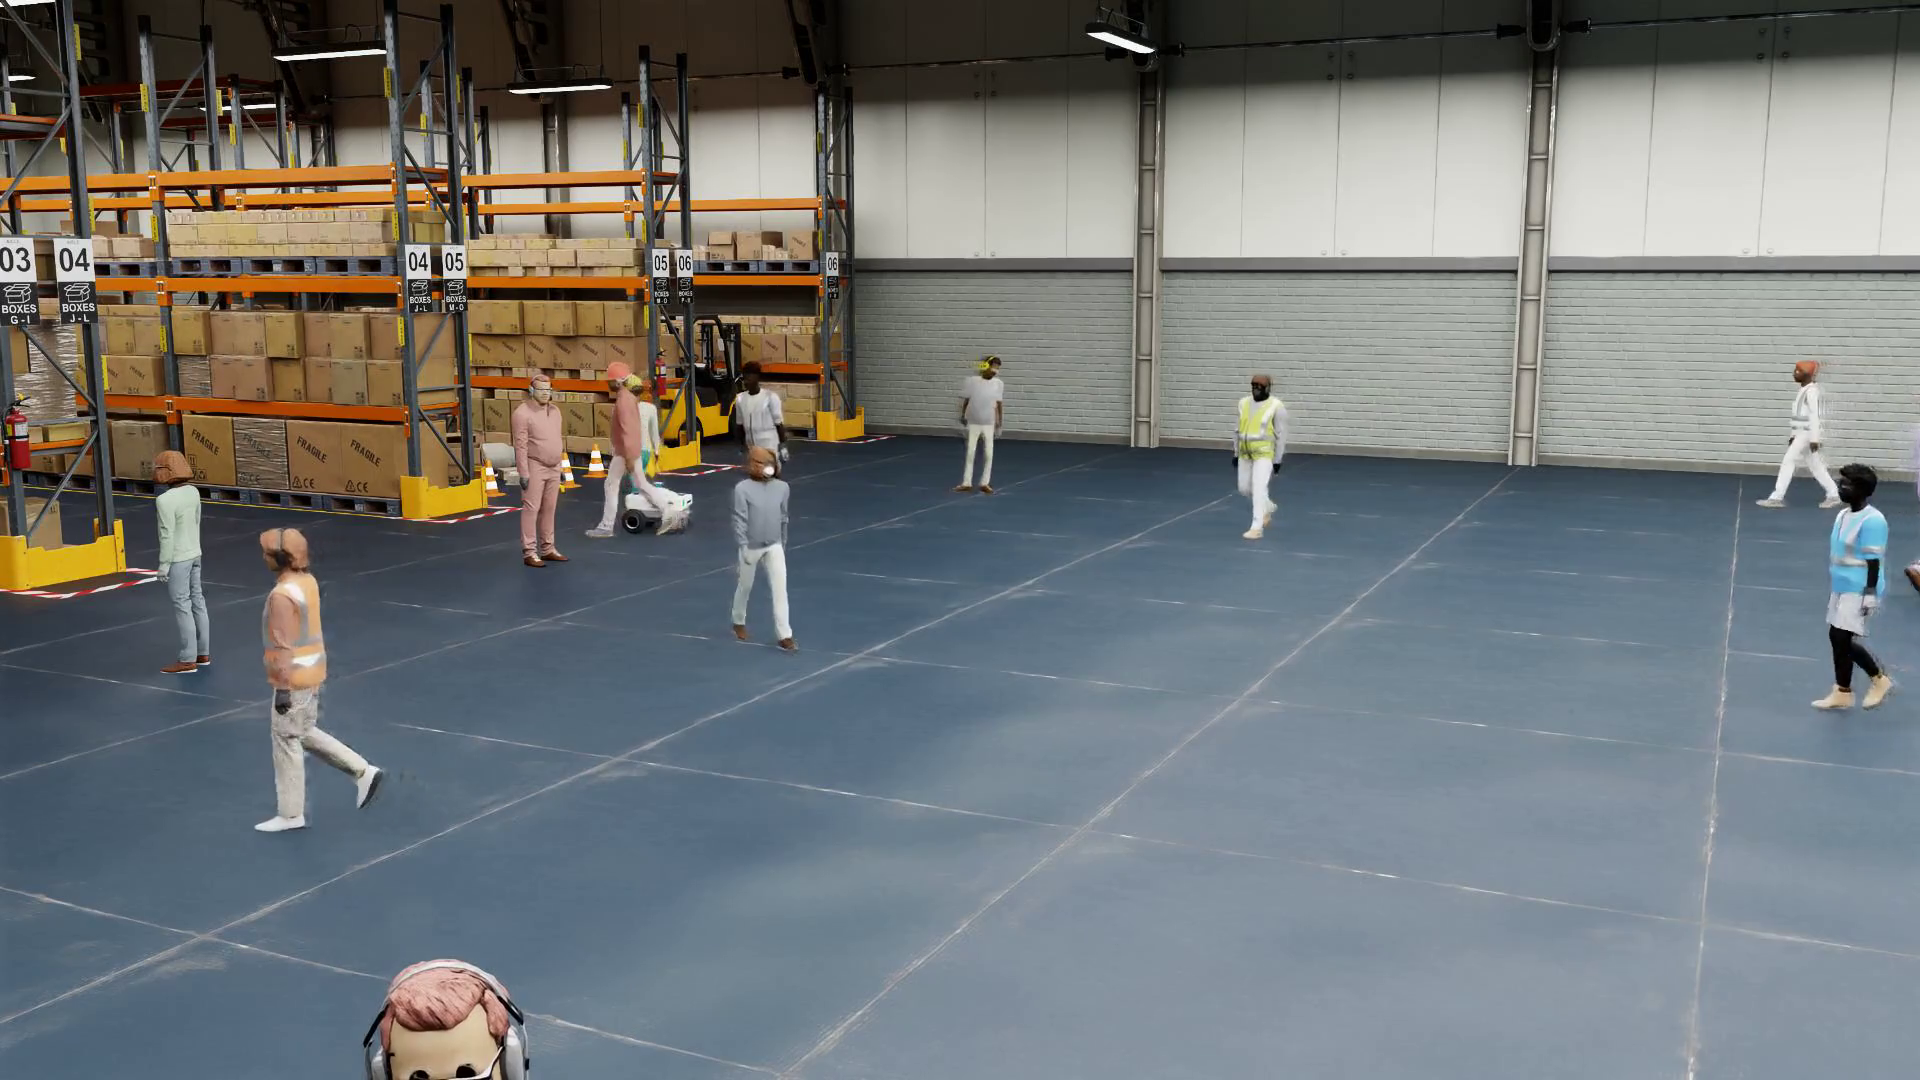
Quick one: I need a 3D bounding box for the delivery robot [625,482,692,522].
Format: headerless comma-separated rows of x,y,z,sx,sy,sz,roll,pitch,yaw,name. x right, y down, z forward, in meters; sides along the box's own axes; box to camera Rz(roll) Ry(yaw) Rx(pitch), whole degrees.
-3.378,-0.408,18.672,0.707,0.478,0.477,1,9,7,delivery robot

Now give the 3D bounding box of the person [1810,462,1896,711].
5.904,0.329,10.971,0.396,1.681,0.550,1,9,4,person

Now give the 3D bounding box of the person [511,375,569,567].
-4.157,-0.694,16.592,0.399,1.905,0.643,5,10,27,person

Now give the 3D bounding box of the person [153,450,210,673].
-5.720,0.158,12.191,0.284,1.633,0.500,0,9,1,person

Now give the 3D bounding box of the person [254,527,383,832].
-3.412,0.730,8.723,0.555,1.623,0.517,-1,9,-6,person

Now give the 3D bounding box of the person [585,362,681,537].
-3.591,-0.986,18.272,1.006,1.955,0.626,0,9,1,person

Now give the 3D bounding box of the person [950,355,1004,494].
0.220,-1.506,21.807,0.701,1.829,0.415,0,9,1,person

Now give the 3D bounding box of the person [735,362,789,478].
-2.320,-1.069,18.910,0.619,1.895,1.026,6,11,32,person

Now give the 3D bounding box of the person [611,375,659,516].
-3.758,-1.041,19.277,0.531,1.720,0.917,-7,11,-36,person

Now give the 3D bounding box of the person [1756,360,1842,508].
10.473,-1.299,20.520,0.978,1.841,0.590,3,10,20,person

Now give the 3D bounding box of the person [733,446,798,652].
-1.553,0.047,13.015,0.497,1.587,0.888,-5,11,-29,person

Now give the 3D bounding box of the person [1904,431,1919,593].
8.720,-0.391,14.783,0.539,1.893,0.648,-1,9,-5,person

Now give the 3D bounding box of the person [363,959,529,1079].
-0.777,1.579,2.640,0.651,1.907,0.409,-3,10,-20,person

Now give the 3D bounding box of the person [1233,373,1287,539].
3.325,-0.939,18.338,0.634,1.820,0.637,-8,12,-41,person
